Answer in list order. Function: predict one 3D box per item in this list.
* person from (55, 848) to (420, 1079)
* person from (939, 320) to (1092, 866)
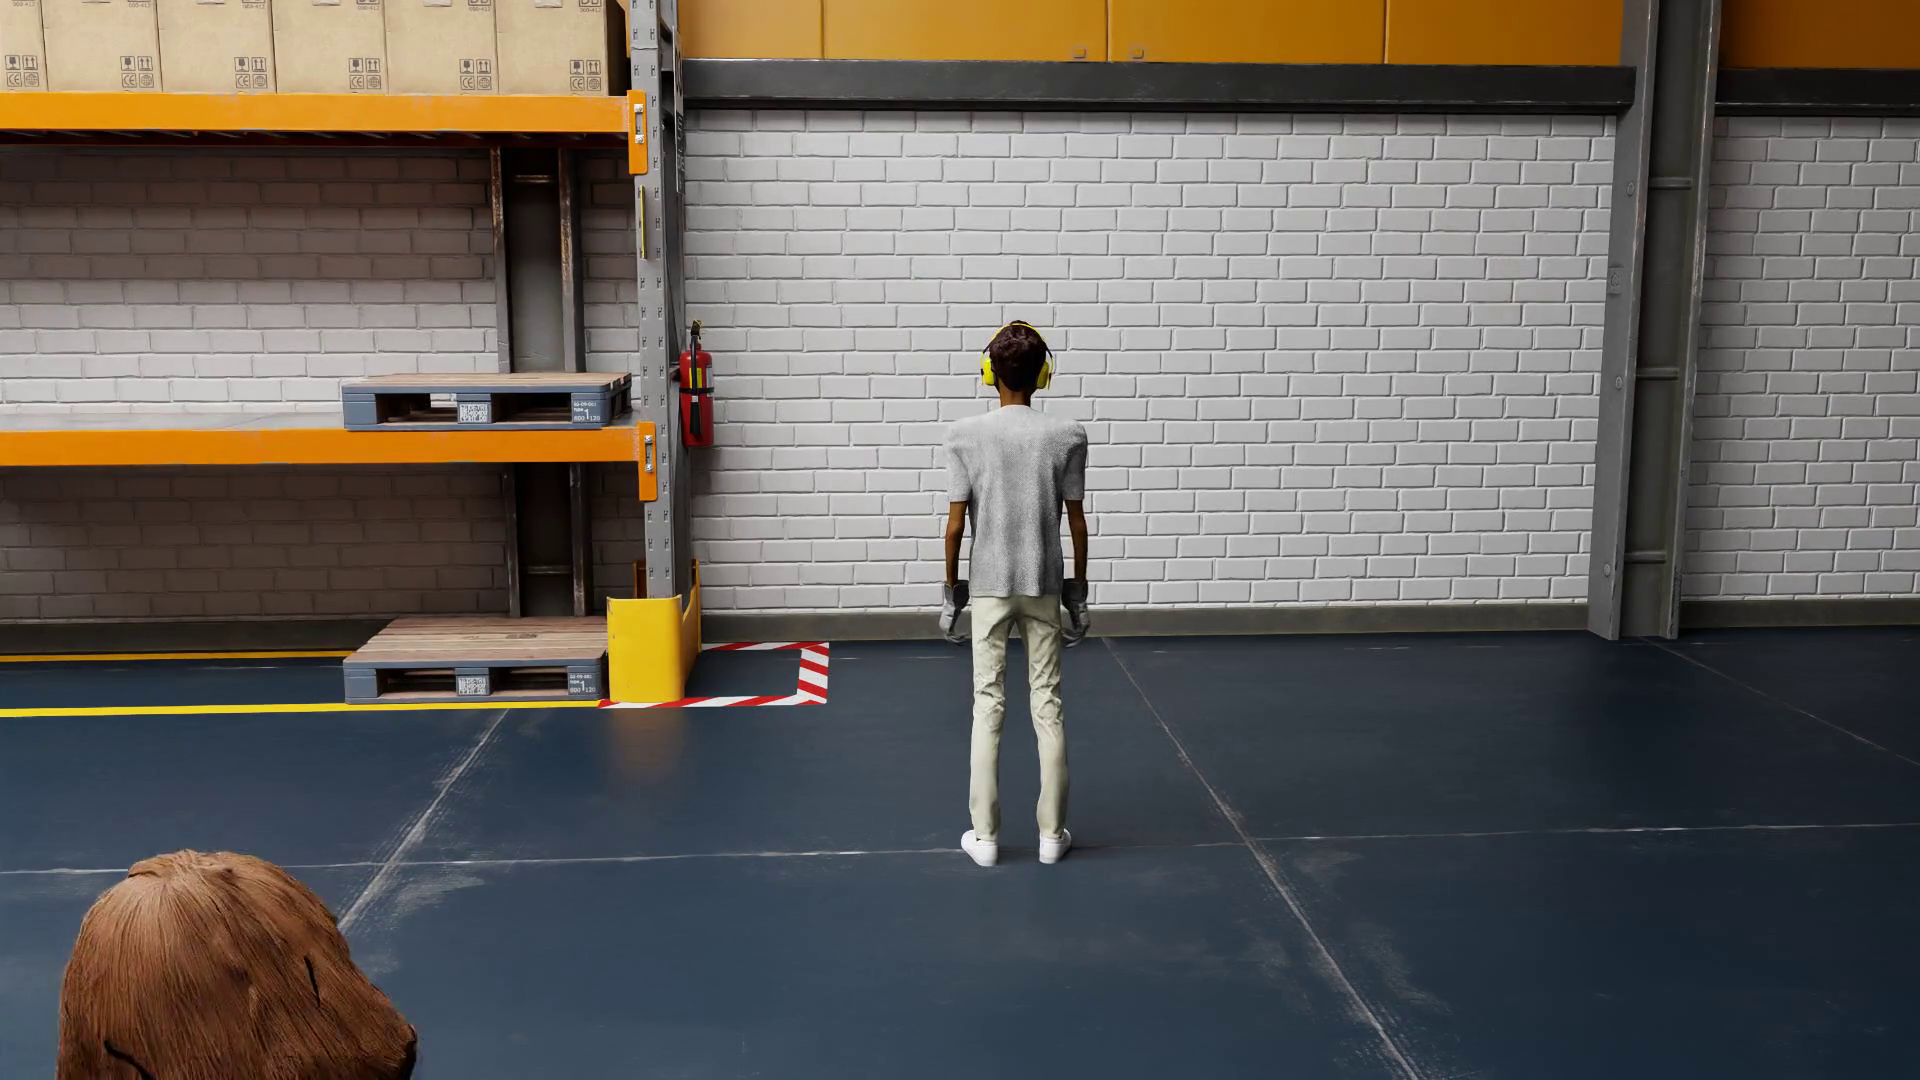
[{"bbox_3d":[-0.531,1.017,1.364,0.502,1.588,0.835,-5,11,-31],"label":"person"},{"bbox_3d":[0.190,0.189,5.705,0.528,1.871,0.323,-1,9,-3],"label":"person"}]
